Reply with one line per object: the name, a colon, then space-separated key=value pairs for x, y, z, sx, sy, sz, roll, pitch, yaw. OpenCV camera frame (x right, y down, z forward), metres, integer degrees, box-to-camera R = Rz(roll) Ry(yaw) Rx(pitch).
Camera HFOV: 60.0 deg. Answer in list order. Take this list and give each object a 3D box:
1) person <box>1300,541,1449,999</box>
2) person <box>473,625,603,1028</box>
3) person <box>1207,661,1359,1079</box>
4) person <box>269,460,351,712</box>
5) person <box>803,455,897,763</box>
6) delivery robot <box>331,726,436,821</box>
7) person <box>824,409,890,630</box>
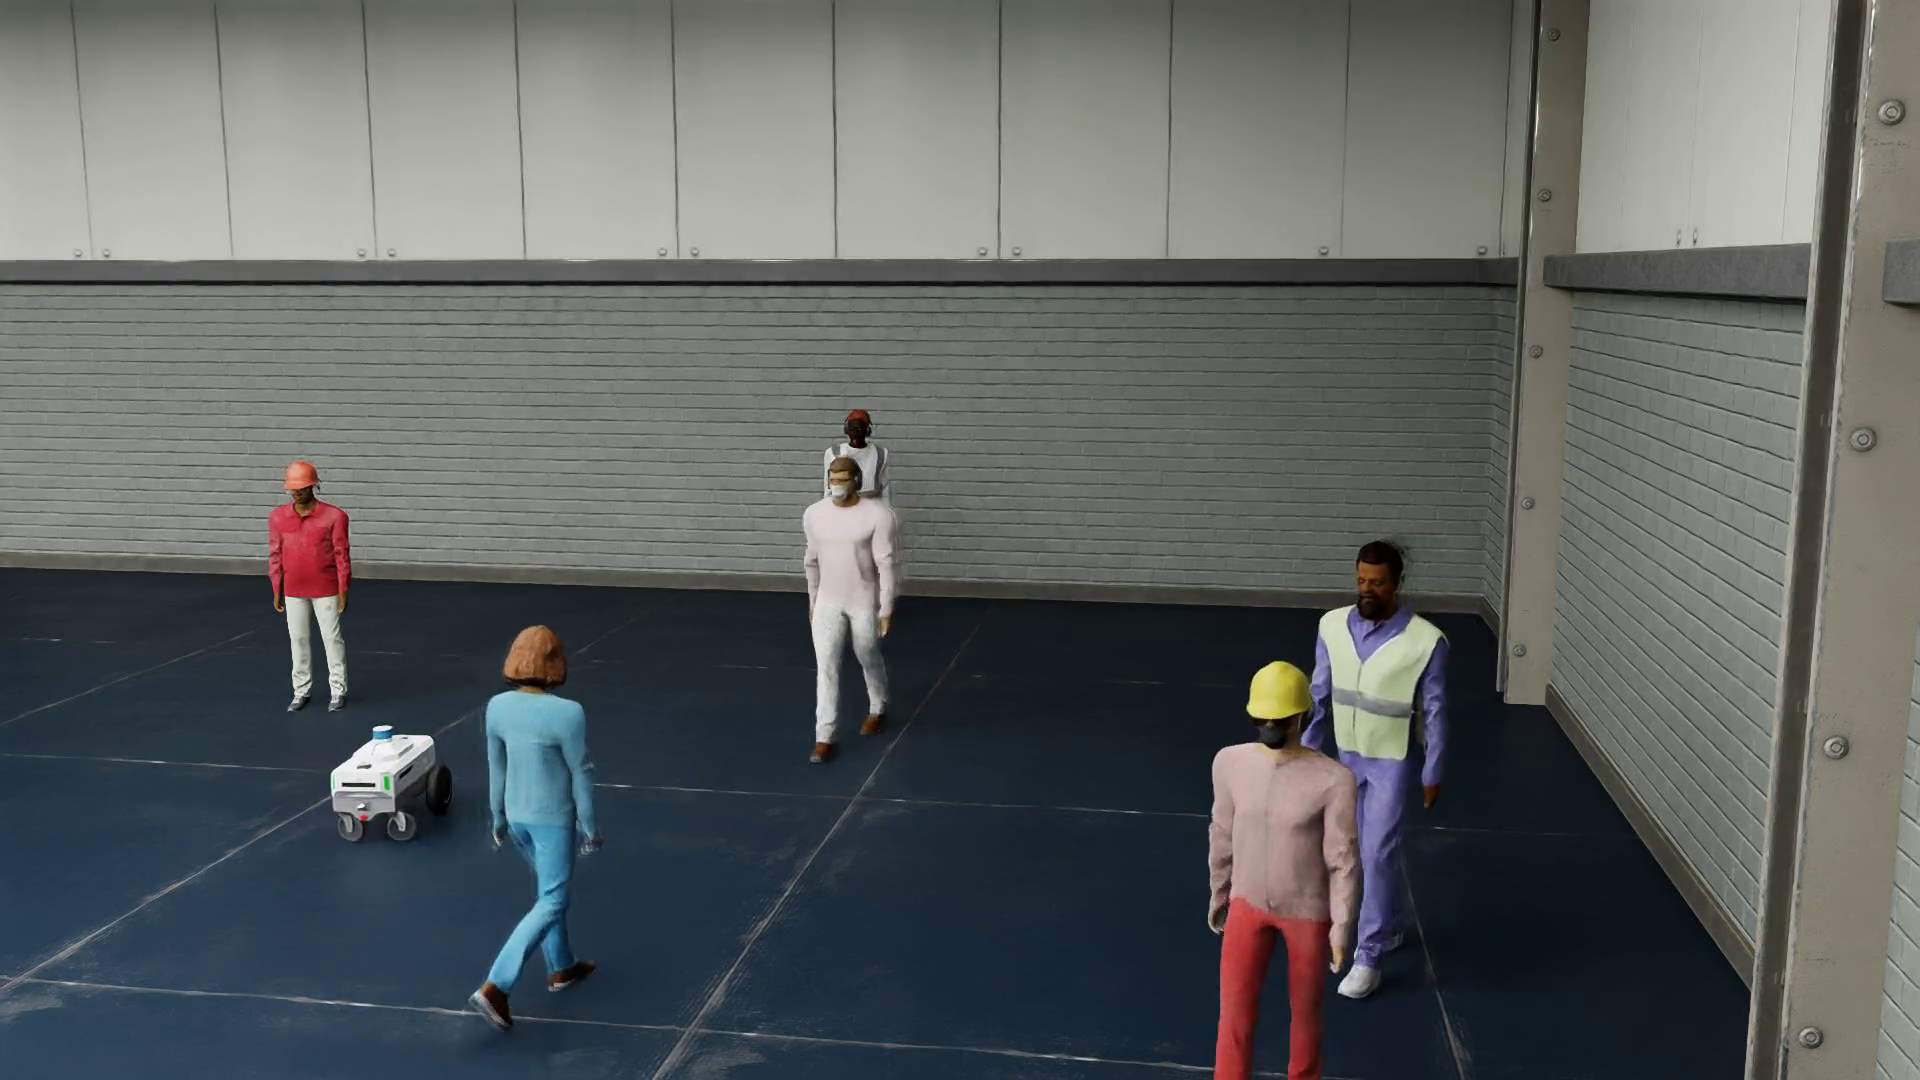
person: x=1.713 y=0.948 z=7.081 sx=0.856 sy=1.890 sz=0.586 roll=-9 pitch=13 yaw=-44
person: x=-1.737 y=1.147 z=6.770 sx=0.503 sy=1.604 sz=0.733 roll=5 pitch=11 yaw=29
person: x=1.040 y=1.273 z=5.577 sx=0.548 sy=1.724 sz=0.852 roll=5 pitch=10 yaw=27
person: x=-4.471 y=0.318 z=11.436 sx=0.563 sy=1.746 sz=0.348 roll=0 pitch=9 yaw=1
person: x=-0.685 y=0.391 z=10.558 sx=0.645 sy=1.896 sz=1.005 roll=3 pitch=10 yaw=16
delivery robot: x=-3.128 y=1.254 z=9.042 sx=0.477 sy=0.478 sz=0.707 roll=0 pitch=9 yaw=3
person: x=-0.859 y=-0.160 z=13.970 sx=0.575 sy=1.883 sz=0.362 roll=-3 pitch=10 yaw=-19
